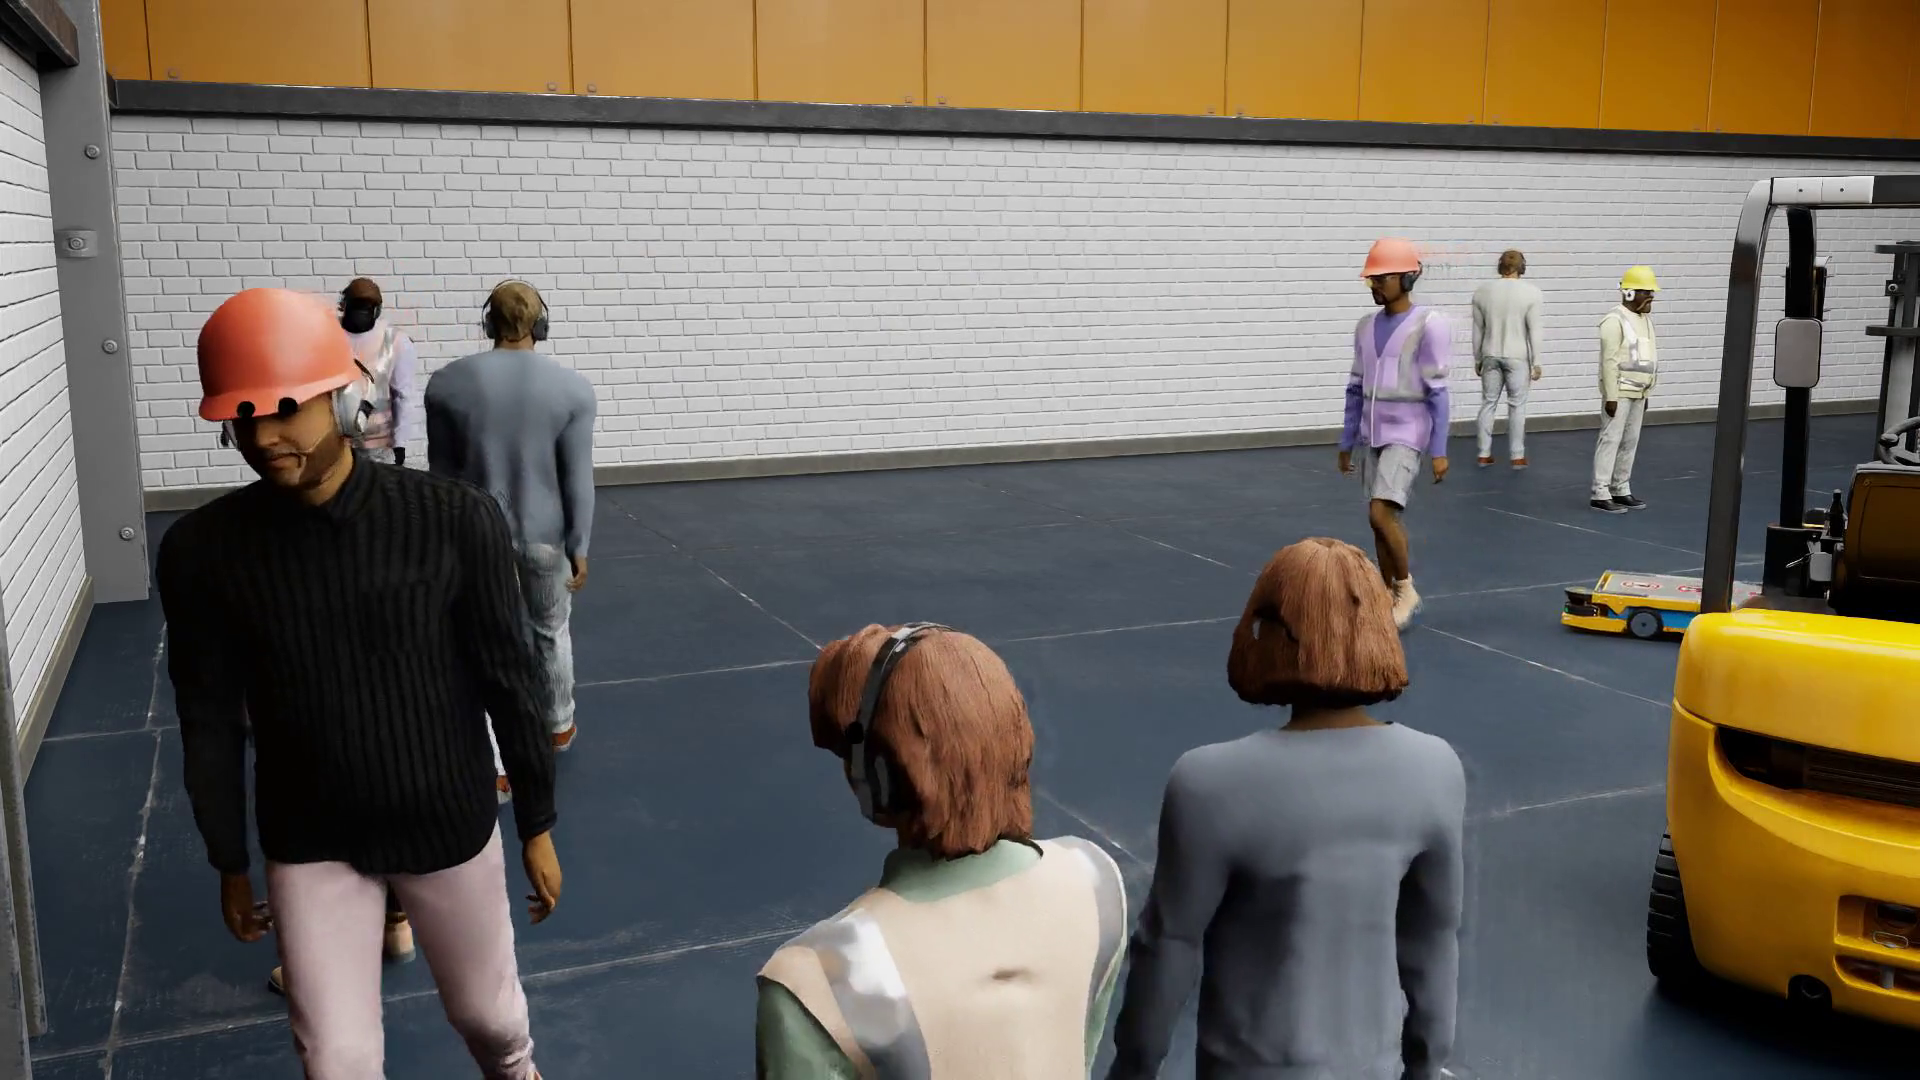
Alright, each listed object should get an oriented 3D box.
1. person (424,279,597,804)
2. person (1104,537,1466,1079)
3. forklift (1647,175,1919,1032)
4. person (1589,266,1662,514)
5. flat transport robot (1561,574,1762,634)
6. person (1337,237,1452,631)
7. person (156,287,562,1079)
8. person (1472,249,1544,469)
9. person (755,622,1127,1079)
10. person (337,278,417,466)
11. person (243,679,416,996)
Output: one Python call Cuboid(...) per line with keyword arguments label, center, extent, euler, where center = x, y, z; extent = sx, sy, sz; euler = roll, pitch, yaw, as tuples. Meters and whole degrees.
Cuboid(label="person", center=(-1.644, -0.015, 6.152), extent=(0.631, 1.884, 1.048), euler=(-1, 10, -8))
Cuboid(label="person", center=(0.518, 0.795, 2.447), extent=(0.510, 1.599, 0.819), euler=(-5, 11, -25))
Cuboid(label="forklift", center=(2.810, 0.094, 4.662), extent=(1.214, 2.155, 2.313), euler=(7, 12, 34))
Cuboid(label="person", center=(4.949, -1.110, 12.334), extent=(0.595, 1.823, 0.403), euler=(-9, 14, -41))
Cuboid(label="flat transport robot", center=(3.878, 0.355, 8.522), extent=(1.431, 0.197, 0.652), euler=(5, 11, 26))
Cuboid(label="person", center=(2.174, -0.511, 8.454), extent=(0.443, 2.025, 0.646), euler=(-5, 11, -26))
Cuboid(label="person", center=(-1.078, 0.500, 3.117), extent=(0.649, 1.954, 0.875), euler=(-2, 10, -10))
Cuboid(label="person", center=(4.819, -1.585, 14.644), extent=(0.638, 1.932, 0.391), euler=(8, 13, 39))
Cuboid(label="person", center=(-0.043, 0.882, 1.879), extent=(0.527, 1.624, 0.444), euler=(-8, 13, -37))
Cuboid(label="person", center=(-3.411, -0.577, 9.453), extent=(0.661, 1.801, 0.771), euler=(-1, 10, -7))
Cuboid(label="person", center=(-1.698, 0.383, 4.454), extent=(0.320, 1.692, 0.532), euler=(5, 11, 26))
